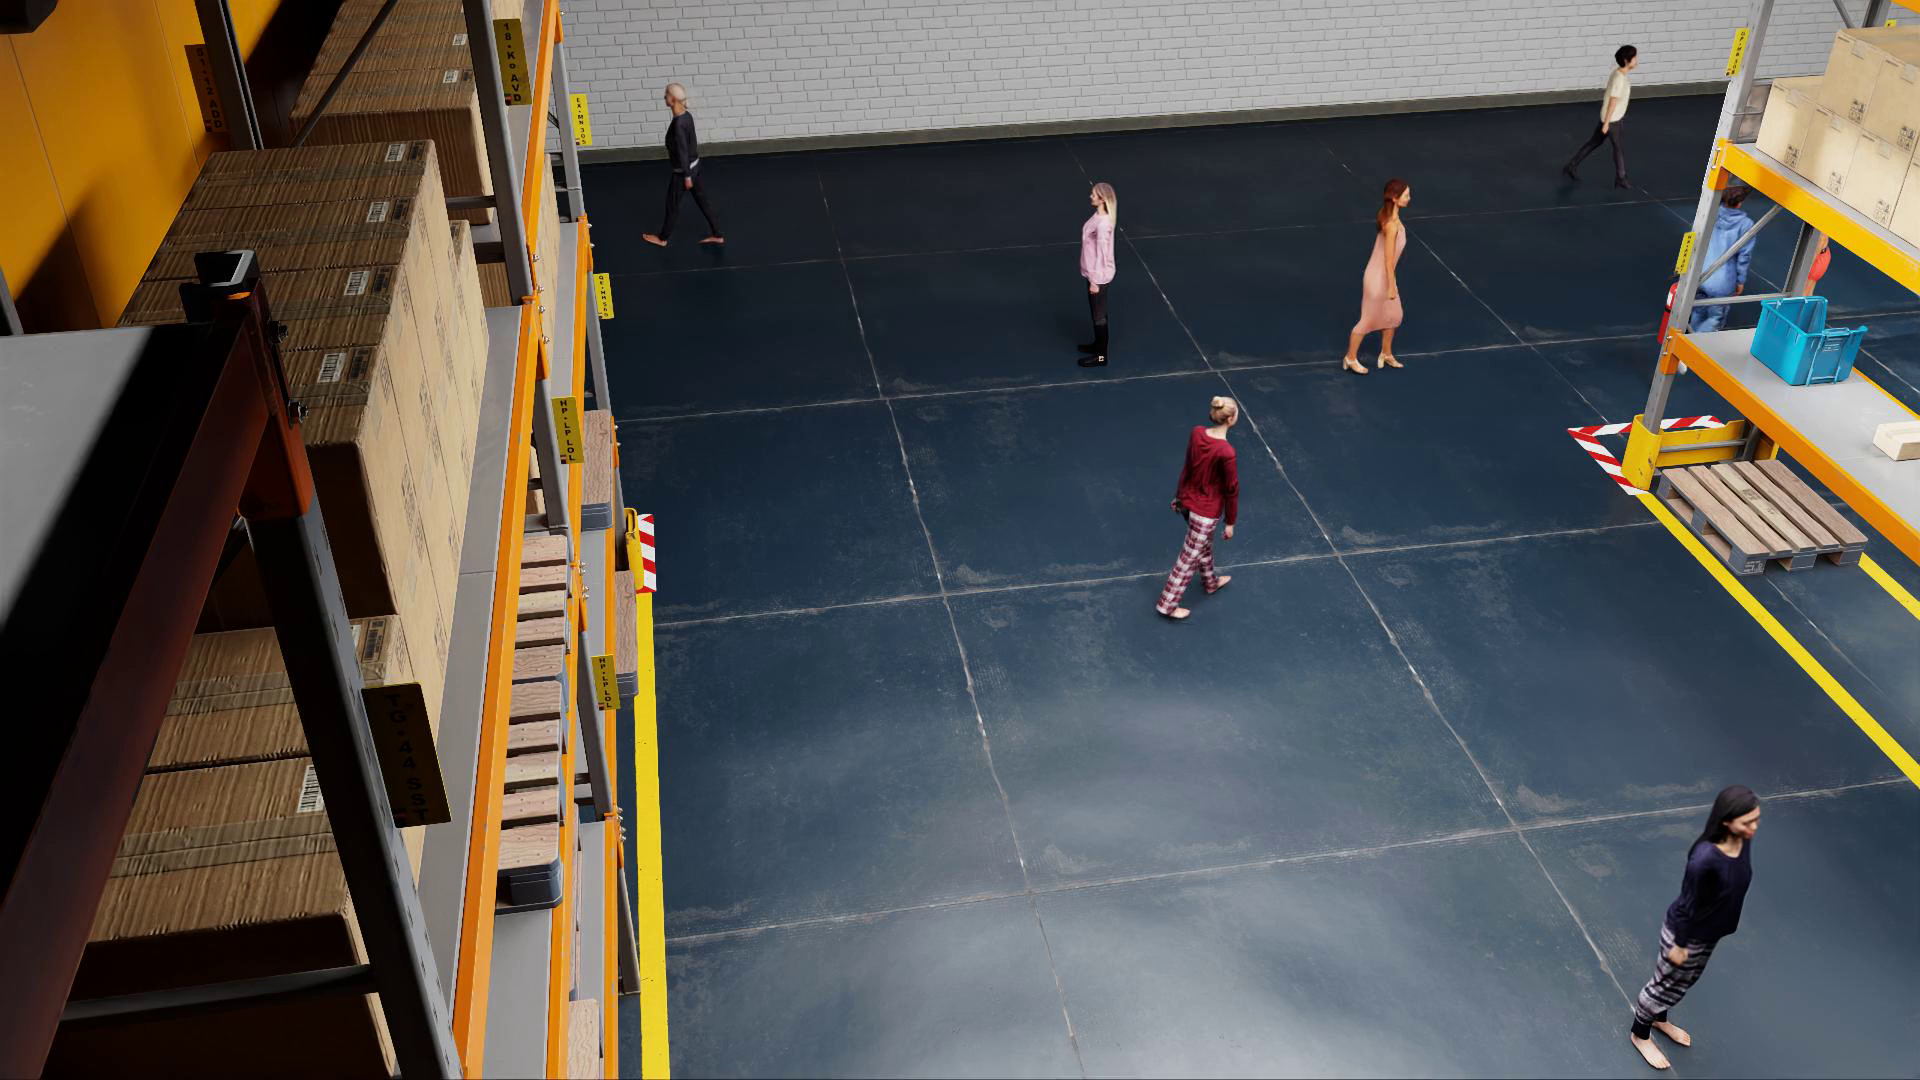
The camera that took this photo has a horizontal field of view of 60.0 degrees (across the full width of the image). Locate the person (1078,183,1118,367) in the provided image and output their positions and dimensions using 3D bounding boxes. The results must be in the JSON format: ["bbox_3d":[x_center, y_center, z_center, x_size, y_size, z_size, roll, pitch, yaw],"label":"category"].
[{"bbox_3d":[1.232,-2.348,14.662,0.716,1.688,0.560,3,34,4],"label":"person"}]

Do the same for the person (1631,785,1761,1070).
[{"bbox_3d":[3.648,1.889,8.246,0.682,1.734,0.678,-24,40,-31],"label":"person"}]

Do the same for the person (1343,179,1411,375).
[{"bbox_3d":[3.548,-2.266,14.426,0.851,1.813,0.819,8,34,12],"label":"person"}]

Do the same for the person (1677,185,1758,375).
[{"bbox_3d":[6.530,-2.271,14.455,0.980,1.787,1.023,-22,40,-30],"label":"person"}]

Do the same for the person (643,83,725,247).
[{"bbox_3d":[-2.674,-3.737,16.751,0.892,1.687,1.048,3,34,4],"label":"person"}]

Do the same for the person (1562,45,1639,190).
[{"bbox_3d":[7.036,-4.603,18.182,0.948,1.546,1.043,9,35,14],"label":"person"}]

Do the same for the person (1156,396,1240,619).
[{"bbox_3d":[1.621,-0.203,11.455,0.896,1.666,0.974,-16,37,-22],"label":"person"}]
